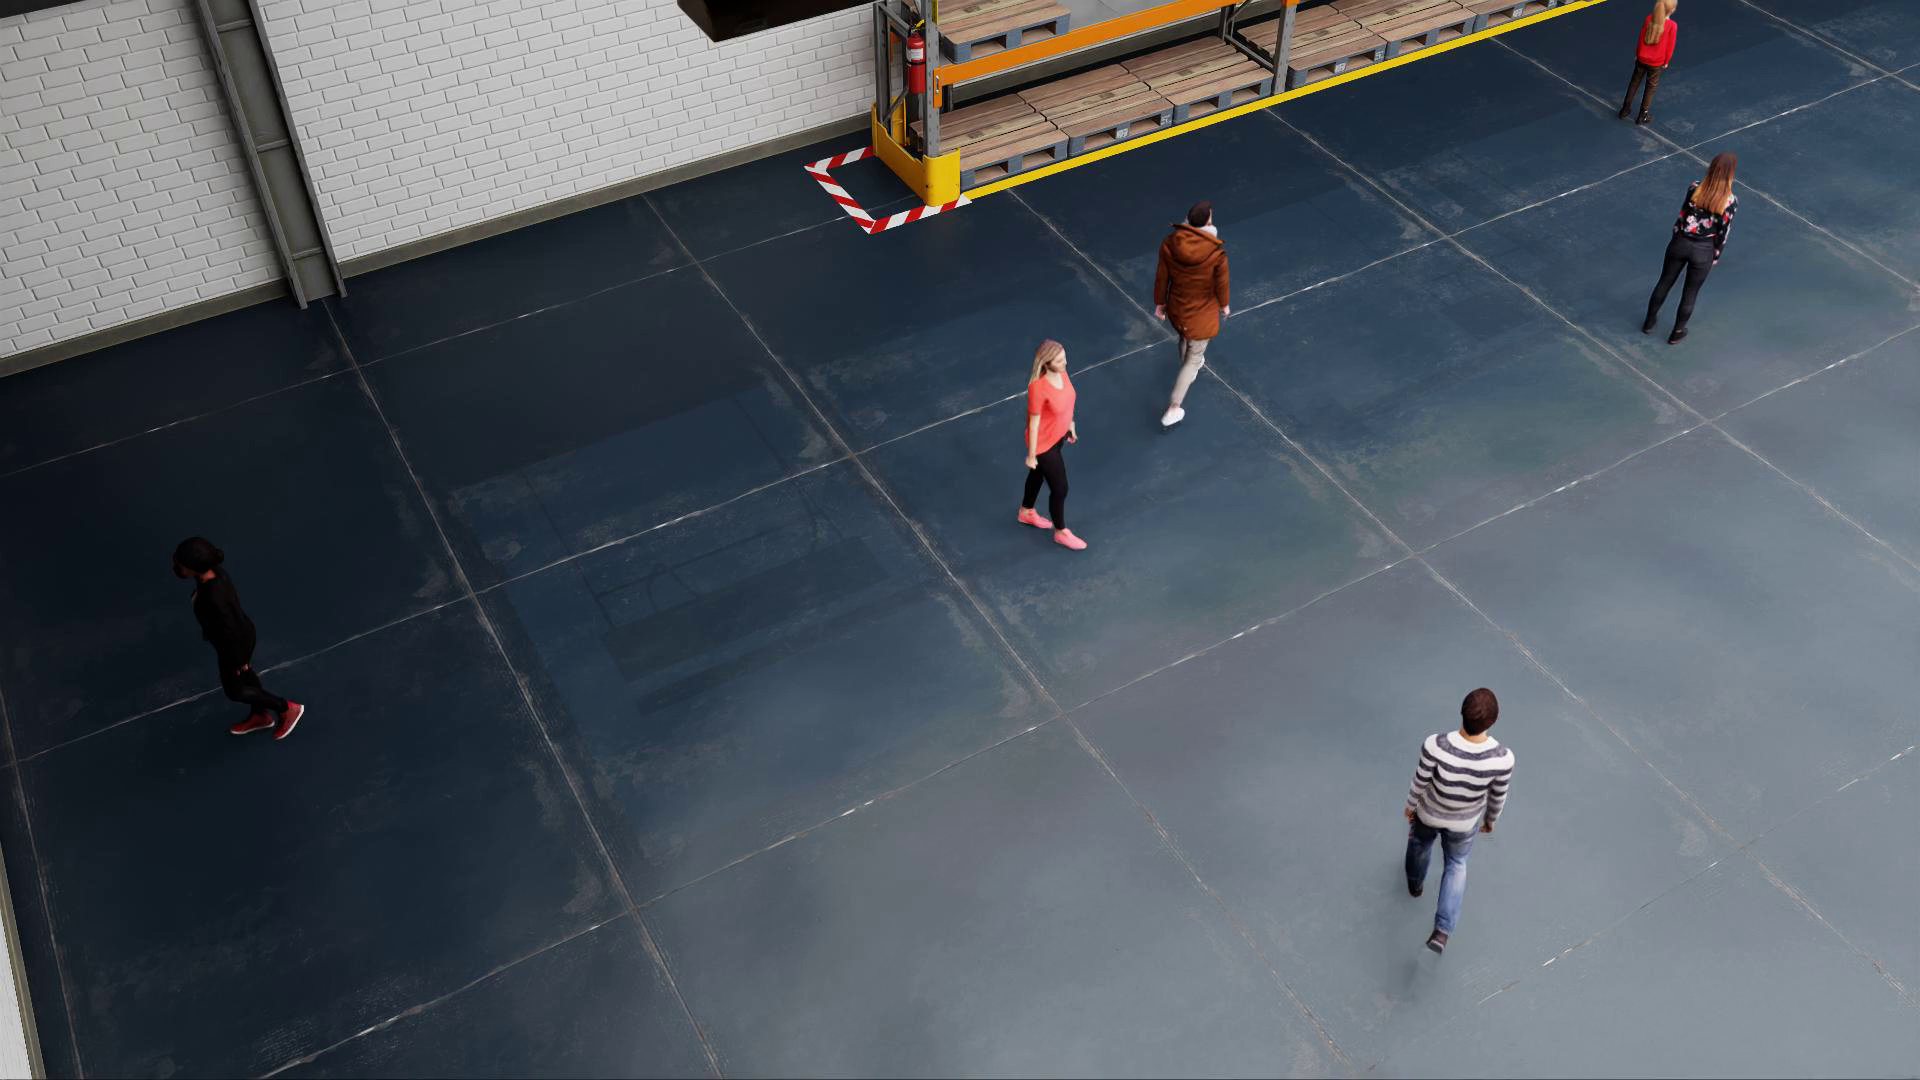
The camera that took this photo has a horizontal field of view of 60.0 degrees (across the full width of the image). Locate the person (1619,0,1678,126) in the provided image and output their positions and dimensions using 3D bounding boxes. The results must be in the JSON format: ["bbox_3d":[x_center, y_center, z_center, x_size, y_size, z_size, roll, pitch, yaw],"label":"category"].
[{"bbox_3d":[6.654,-4.638,16.008,0.552,1.281,0.569,33,53,30],"label":"person"}]

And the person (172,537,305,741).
[{"bbox_3d":[-4.427,0.594,10.235,0.716,1.669,0.644,-18,46,-18],"label":"person"}]

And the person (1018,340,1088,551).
[{"bbox_3d":[0.522,-0.713,11.600,0.915,1.679,0.888,18,47,18],"label":"person"}]

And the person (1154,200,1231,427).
[{"bbox_3d":[1.723,-1.675,12.524,1.003,1.797,1.252,26,50,25],"label":"person"}]

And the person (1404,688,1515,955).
[{"bbox_3d":[2.670,1.553,9.113,1.059,1.828,1.115,10,45,11],"label":"person"}]

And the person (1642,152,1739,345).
[{"bbox_3d":[5.868,-2.340,13.305,0.626,1.682,0.608,32,52,29],"label":"person"}]
